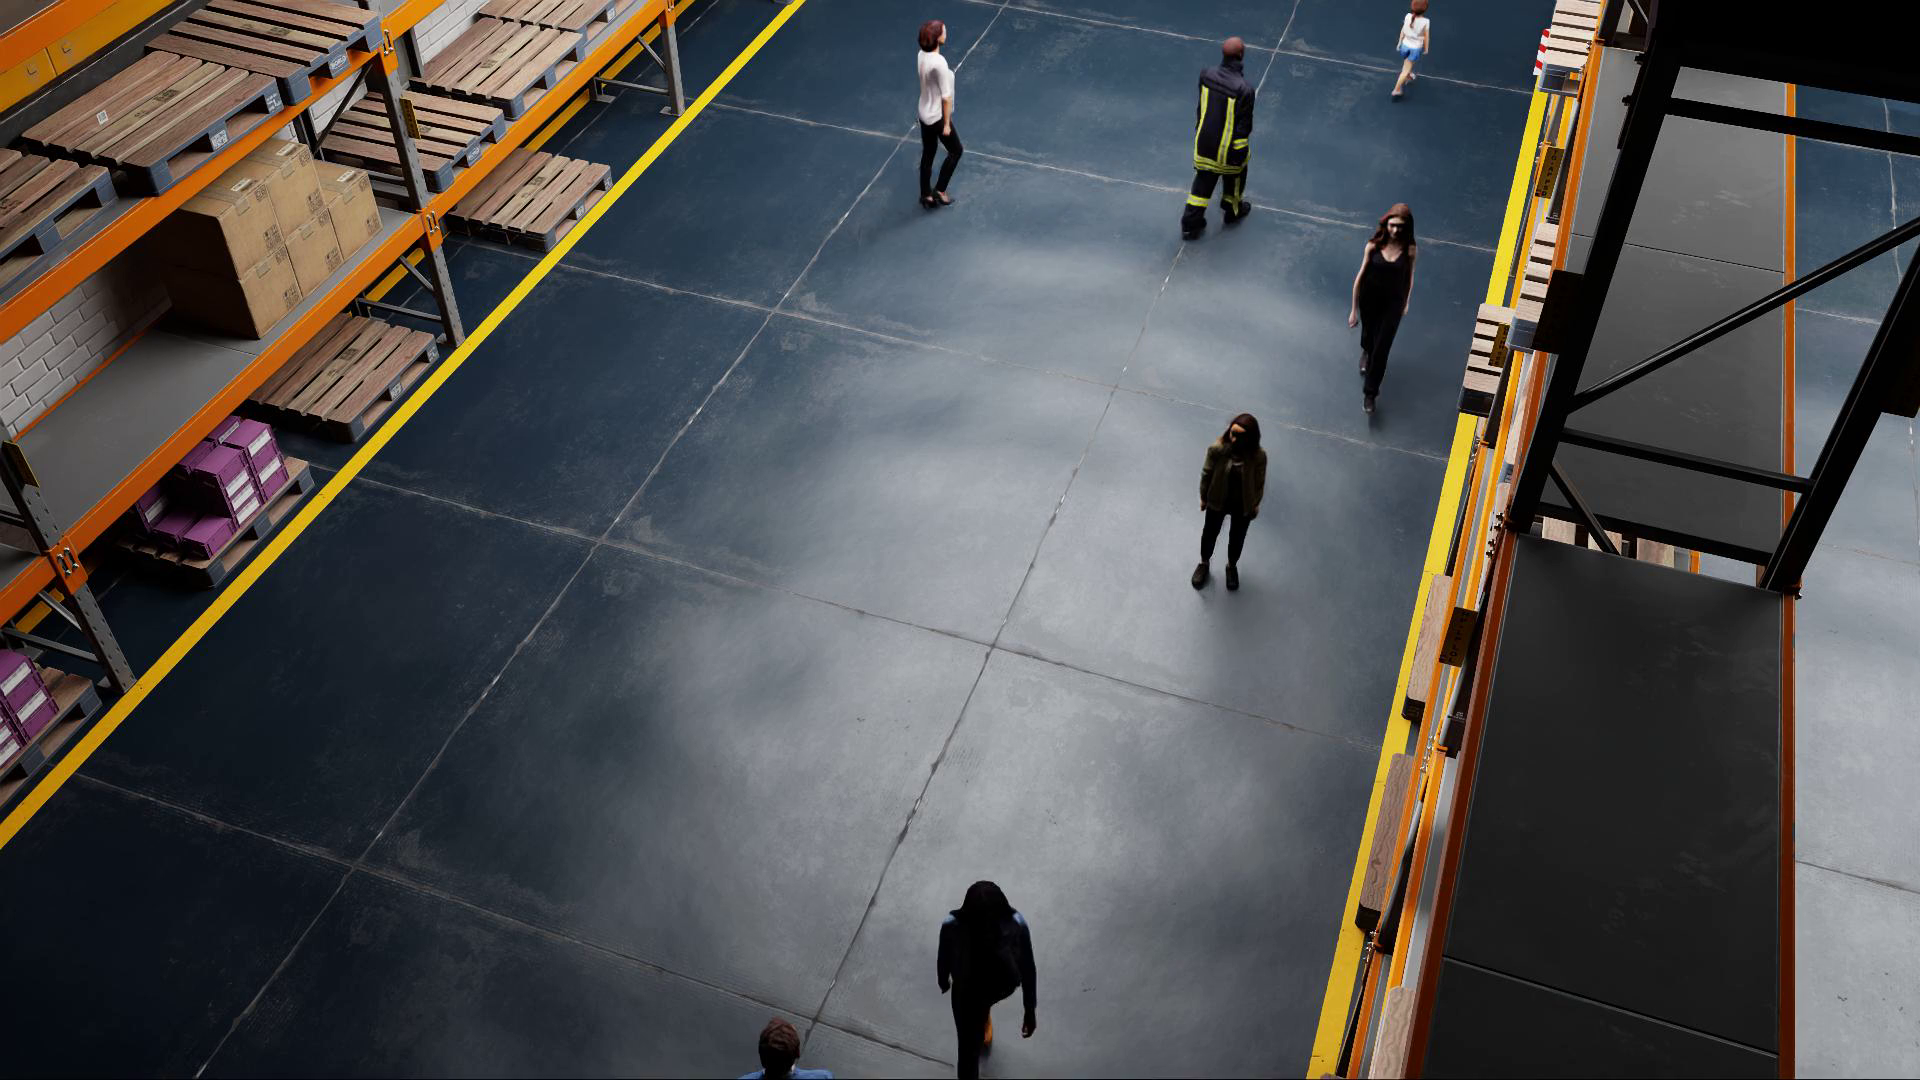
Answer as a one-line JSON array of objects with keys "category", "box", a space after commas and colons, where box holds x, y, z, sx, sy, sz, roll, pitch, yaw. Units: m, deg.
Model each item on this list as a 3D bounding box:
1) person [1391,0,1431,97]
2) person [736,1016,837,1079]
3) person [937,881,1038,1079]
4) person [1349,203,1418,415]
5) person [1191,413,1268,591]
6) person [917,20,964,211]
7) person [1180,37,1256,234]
[{"category": "person", "box": [4.426, -4.849, 16.377, 0.590, 0.998, 0.786, 30, 51, 28]}, {"category": "person", "box": [-0.774, 2.873, 7.708, 0.943, 1.774, 1.261, -1, 44, -1]}, {"category": "person", "box": [0.133, 2.187, 8.506, 1.003, 1.667, 1.278, -4, 44, -5]}, {"category": "person", "box": [3.242, -1.891, 12.779, 0.654, 1.676, 1.176, 10, 45, 11]}, {"category": "person", "box": [1.828, -0.274, 11.229, 0.601, 1.475, 0.543, 8, 44, 9]}, {"category": "person", "box": [-0.299, -3.659, 14.563, 0.795, 1.777, 0.753, -23, 48, -22]}, {"category": "person", "box": [2.213, -3.453, 14.327, 1.008, 1.802, 1.172, 33, 53, 30]}]
